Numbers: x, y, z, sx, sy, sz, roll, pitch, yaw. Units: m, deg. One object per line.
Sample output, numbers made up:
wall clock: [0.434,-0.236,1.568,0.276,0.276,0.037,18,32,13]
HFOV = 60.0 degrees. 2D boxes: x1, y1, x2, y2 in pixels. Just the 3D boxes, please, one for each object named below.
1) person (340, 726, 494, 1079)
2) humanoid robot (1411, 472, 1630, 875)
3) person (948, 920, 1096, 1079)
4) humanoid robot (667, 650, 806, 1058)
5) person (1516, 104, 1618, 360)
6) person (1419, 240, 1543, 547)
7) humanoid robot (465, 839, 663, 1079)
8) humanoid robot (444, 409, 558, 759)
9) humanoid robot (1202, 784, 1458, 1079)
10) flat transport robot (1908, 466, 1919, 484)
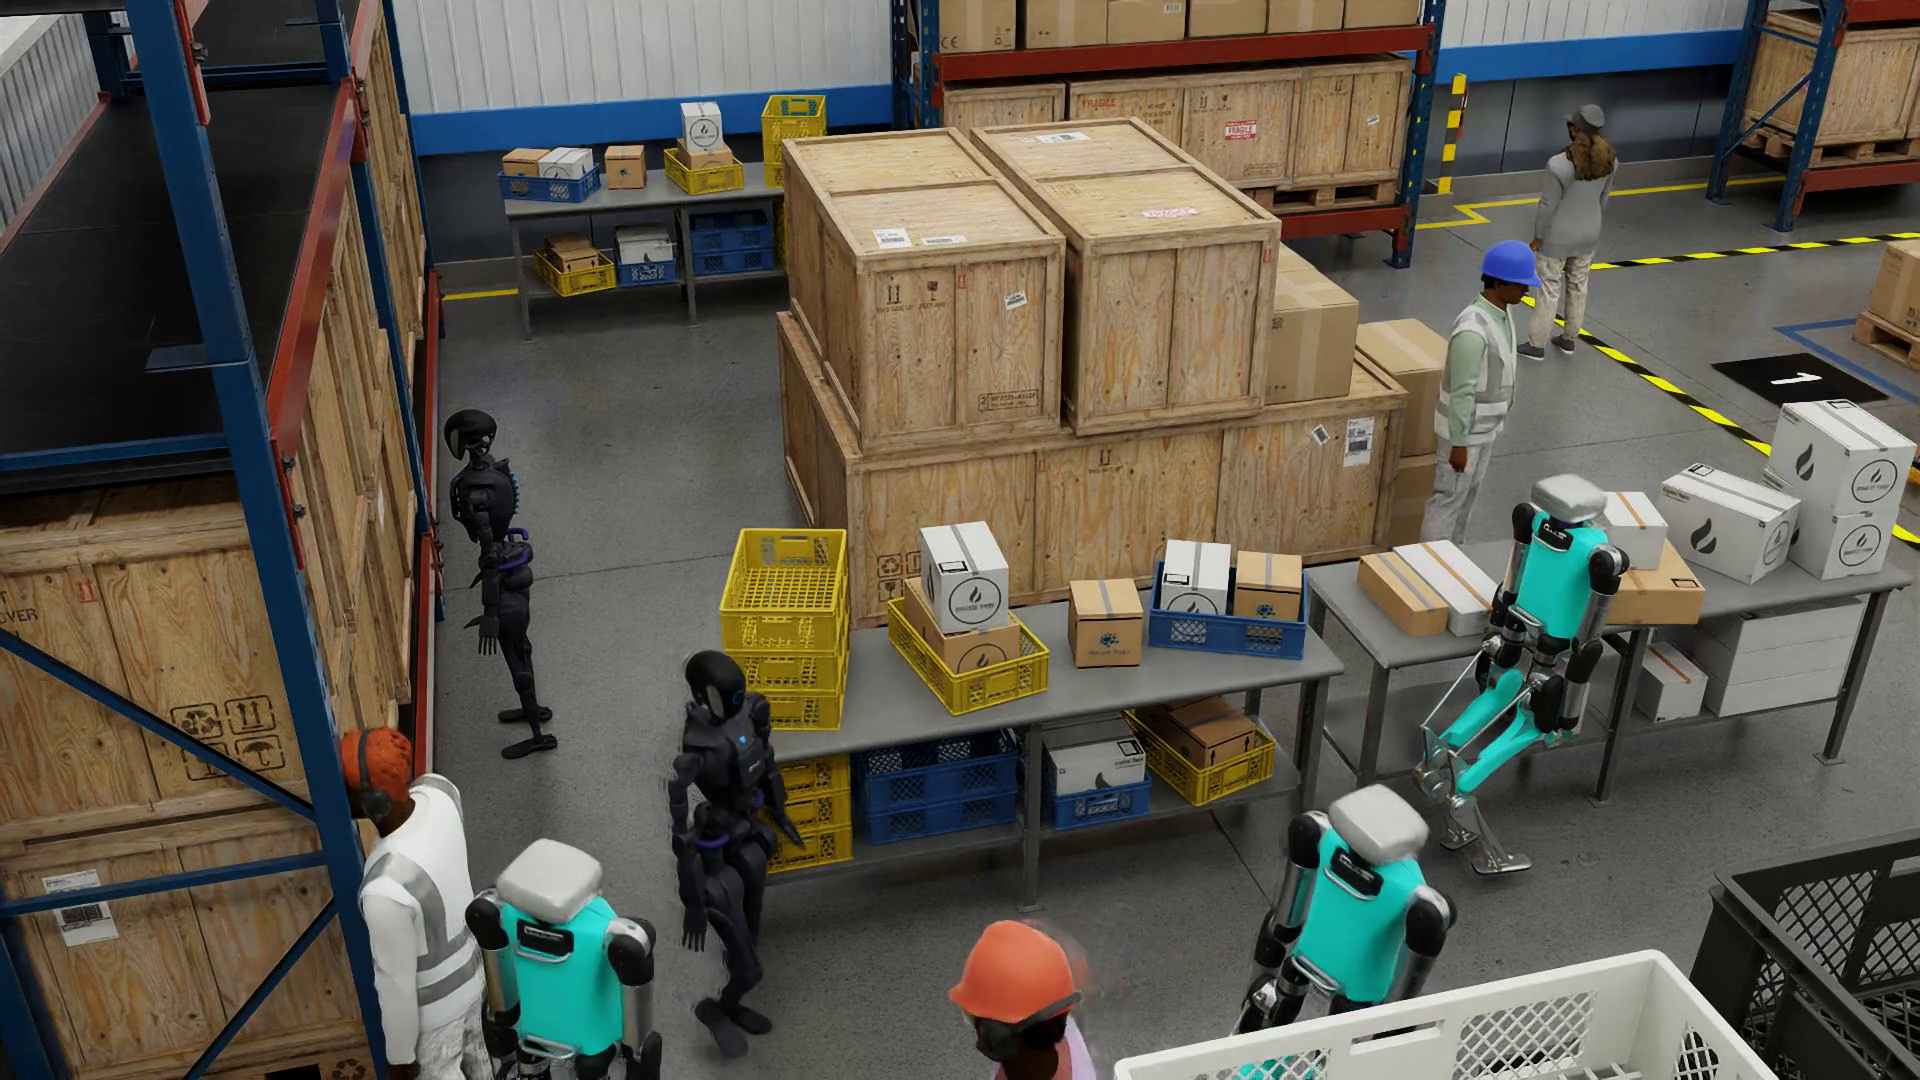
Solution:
person: [-1.596,1.343,5.012,0.341,1.877,0.574,1,29,2]
humanoid robot: [2.058,0.568,6.424,0.735,1.677,0.533,-12,31,-21]
person: [0.198,1.782,4.122,1.019,1.979,0.606,2,29,3]
humanoid robot: [-0.778,1.069,5.717,0.354,1.653,0.608,15,32,24]
person: [4.155,-2.087,11.348,0.566,1.769,0.397,-12,31,-20]
person: [2.618,-0.592,8.464,0.411,1.939,0.603,17,33,28]
humanoid robot: [-1.123,1.696,4.518,0.538,1.802,0.669,9,30,15]
humanoid robot: [-2.023,0.192,7.292,0.315,1.657,0.599,-6,29,-11]
humanoid robot: [0.912,1.607,4.801,0.775,1.902,0.571,-21,35,-33]
flat transport robot: [6.419,-0.434,9.875,1.431,0.197,0.652,-7,30,-13]
